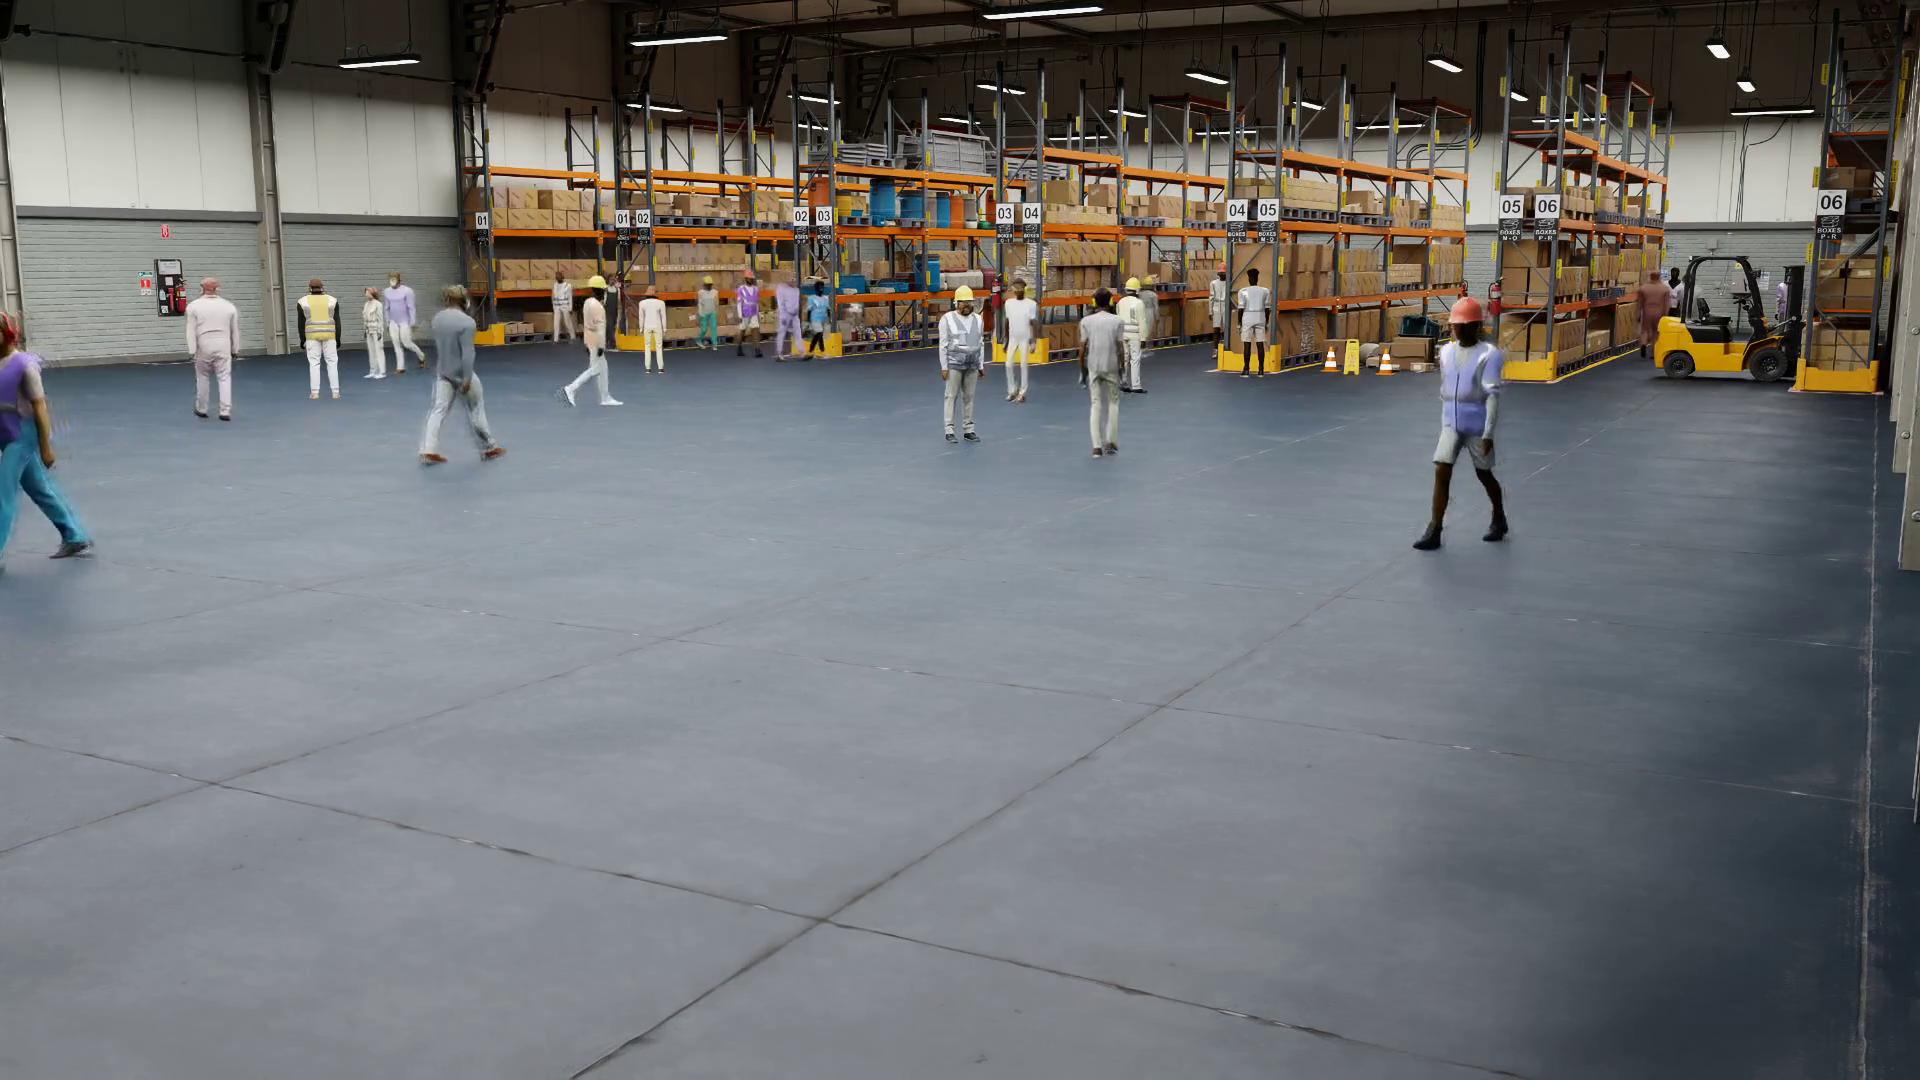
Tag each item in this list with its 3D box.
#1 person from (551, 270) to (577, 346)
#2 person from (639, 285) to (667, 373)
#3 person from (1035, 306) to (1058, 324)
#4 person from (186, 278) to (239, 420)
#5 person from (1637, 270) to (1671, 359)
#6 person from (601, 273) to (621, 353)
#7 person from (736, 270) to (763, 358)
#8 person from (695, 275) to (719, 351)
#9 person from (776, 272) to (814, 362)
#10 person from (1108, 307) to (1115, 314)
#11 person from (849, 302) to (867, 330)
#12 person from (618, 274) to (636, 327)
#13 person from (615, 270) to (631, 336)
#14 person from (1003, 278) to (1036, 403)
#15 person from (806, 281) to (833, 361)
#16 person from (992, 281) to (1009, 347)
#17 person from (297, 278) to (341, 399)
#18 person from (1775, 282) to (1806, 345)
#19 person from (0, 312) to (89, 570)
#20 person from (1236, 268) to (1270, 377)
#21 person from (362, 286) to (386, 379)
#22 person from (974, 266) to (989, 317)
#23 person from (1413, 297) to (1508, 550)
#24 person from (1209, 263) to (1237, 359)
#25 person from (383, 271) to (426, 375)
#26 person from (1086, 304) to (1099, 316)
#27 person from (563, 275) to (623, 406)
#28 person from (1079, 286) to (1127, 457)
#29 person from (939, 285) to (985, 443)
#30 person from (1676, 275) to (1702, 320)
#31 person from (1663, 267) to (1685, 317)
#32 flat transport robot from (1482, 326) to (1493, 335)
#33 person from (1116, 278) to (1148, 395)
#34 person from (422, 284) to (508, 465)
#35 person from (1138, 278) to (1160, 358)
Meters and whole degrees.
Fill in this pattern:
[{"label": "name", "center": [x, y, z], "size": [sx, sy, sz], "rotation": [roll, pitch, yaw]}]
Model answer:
[{"label": "person", "center": [-9.684, -5.666, 40.592], "size": [0.584, 1.849, 0.935], "rotation": [3, 10, 17]}, {"label": "person", "center": [-5.726, -3.927, 31.023], "size": [0.507, 1.632, 0.267], "rotation": [0, 10, 1]}, {"label": "person", "center": [1.967, -5.350, 38.611], "size": [0.636, 1.888, 1.004], "rotation": [0, 10, 2]}, {"label": "person", "center": [-10.006, -2.543, 22.210], "size": [0.677, 1.866, 0.948], "rotation": [-8, 12, -38]}, {"label": "person", "center": [14.679, -4.768, 35.192], "size": [0.647, 1.892, 0.480], "rotation": [5, 11, 28]}, {"label": "person", "center": [-7.946, -5.142, 37.648], "size": [0.511, 1.818, 0.818], "rotation": [-9, 13, -43]}, {"label": "person", "center": [-4.572, -4.879, 35.861], "size": [0.556, 1.893, 1.014], "rotation": [-7, 12, -34]}, {"label": "person", "center": [-5.839, -5.240, 38.399], "size": [0.531, 1.737, 0.669], "rotation": [-6, 11, -30]}, {"label": "person", "center": [-3.437, -4.565, 34.120], "size": [1.009, 1.840, 0.671], "rotation": [9, 13, 41]}, {"label": "person", "center": [4.199, -6.705, 46.382], "size": [0.635, 1.950, 1.008], "rotation": [4, 11, 24]}, {"label": "person", "center": [-2.488, -5.618, 40.973], "size": [0.518, 1.621, 0.563], "rotation": [6, 11, 31]}, {"label": "person", "center": [-8.059, -5.534, 40.064], "size": [0.547, 1.747, 0.591], "rotation": [4, 11, 23]}, {"label": "person", "center": [-8.493, -5.844, 41.639], "size": [0.625, 1.843, 0.430], "rotation": [1, 10, 7]}, {"label": "person", "center": [0.846, -2.932, 24.542], "size": [0.554, 1.852, 0.641], "rotation": [3, 10, 20]}, {"label": "person", "center": [-2.982, -4.600, 34.909], "size": [0.849, 1.651, 0.522], "rotation": [8, 13, 40]}, {"label": "person", "center": [0.975, -5.231, 38.768], "size": [0.498, 1.591, 0.826], "rotation": [5, 11, 26]}, {"label": "person", "center": [-9.785, -3.073, 25.434], "size": [0.623, 1.839, 0.429], "rotation": [-5, 11, -26]}, {"label": "person", "center": [18.426, -5.078, 36.934], "size": [0.585, 1.920, 0.392], "rotation": [5, 11, 27]}, {"label": "person", "center": [-6.612, -0.700, 11.662], "size": [0.578, 1.804, 0.974], "rotation": [7, 12, 35]}, {"label": "person", "center": [5.267, -3.897, 29.874], "size": [0.602, 1.965, 0.366], "rotation": [-1, 10, -5]}, {"label": "person", "center": [-10.438, -3.690, 29.621], "size": [0.521, 1.639, 0.309], "rotation": [8, 12, 38]}, {"label": "person", "center": [0.667, -7.481, 51.137], "size": [0.601, 1.866, 0.432], "rotation": [6, 11, 30]}, {"label": "person", "center": [3.843, -0.882, 12.494], "size": [1.014, 1.887, 0.553], "rotation": [-9, 13, -41]}, {"label": "person", "center": [5.549, -4.826, 35.126], "size": [0.606, 2.035, 0.402], "rotation": [5, 11, 25]}, {"label": "person", "center": [-10.271, -4.015, 30.733], "size": [0.660, 1.906, 0.715], "rotation": [4, 10, 22]}, {"label": "person", "center": [3.302, -5.736, 40.418], "size": [0.613, 2.043, 0.374], "rotation": [9, 13, 43]}, {"label": "person", "center": [-5.345, -2.869, 24.048], "size": [0.799, 1.907, 0.599], "rotation": [-4, 10, -22]}, {"label": "person", "center": [1.578, -1.845, 18.221], "size": [0.554, 1.840, 0.750], "rotation": [2, 10, 14]}, {"label": "person", "center": [0.038, -2.051, 19.449], "size": [0.590, 1.835, 0.404], "rotation": [-5, 11, -27]}, {"label": "person", "center": [15.146, -4.590, 34.443], "size": [0.634, 1.809, 0.996], "rotation": [5, 11, 29]}, {"label": "person", "center": [16.378, -5.300, 38.223], "size": [0.587, 1.920, 0.392], "rotation": [6, 12, 33]}, {"label": "flat transport robot", "center": [14.383, -5.785, 45.880], "size": [0.652, 0.197, 1.431], "rotation": [1, 10, 5]}, {"label": "person", "center": [2.725, -3.206, 26.205], "size": [0.404, 1.837, 0.593], "rotation": [-7, 12, -37]}, {"label": "person", "center": [-5.293, -1.740, 17.515], "size": [0.637, 1.890, 1.041], "rotation": [5, 11, 27]}, {"label": "person", "center": [4.089, -4.788, 35.848], "size": [0.500, 1.696, 0.886], "rotation": [7, 12, 35]}]
